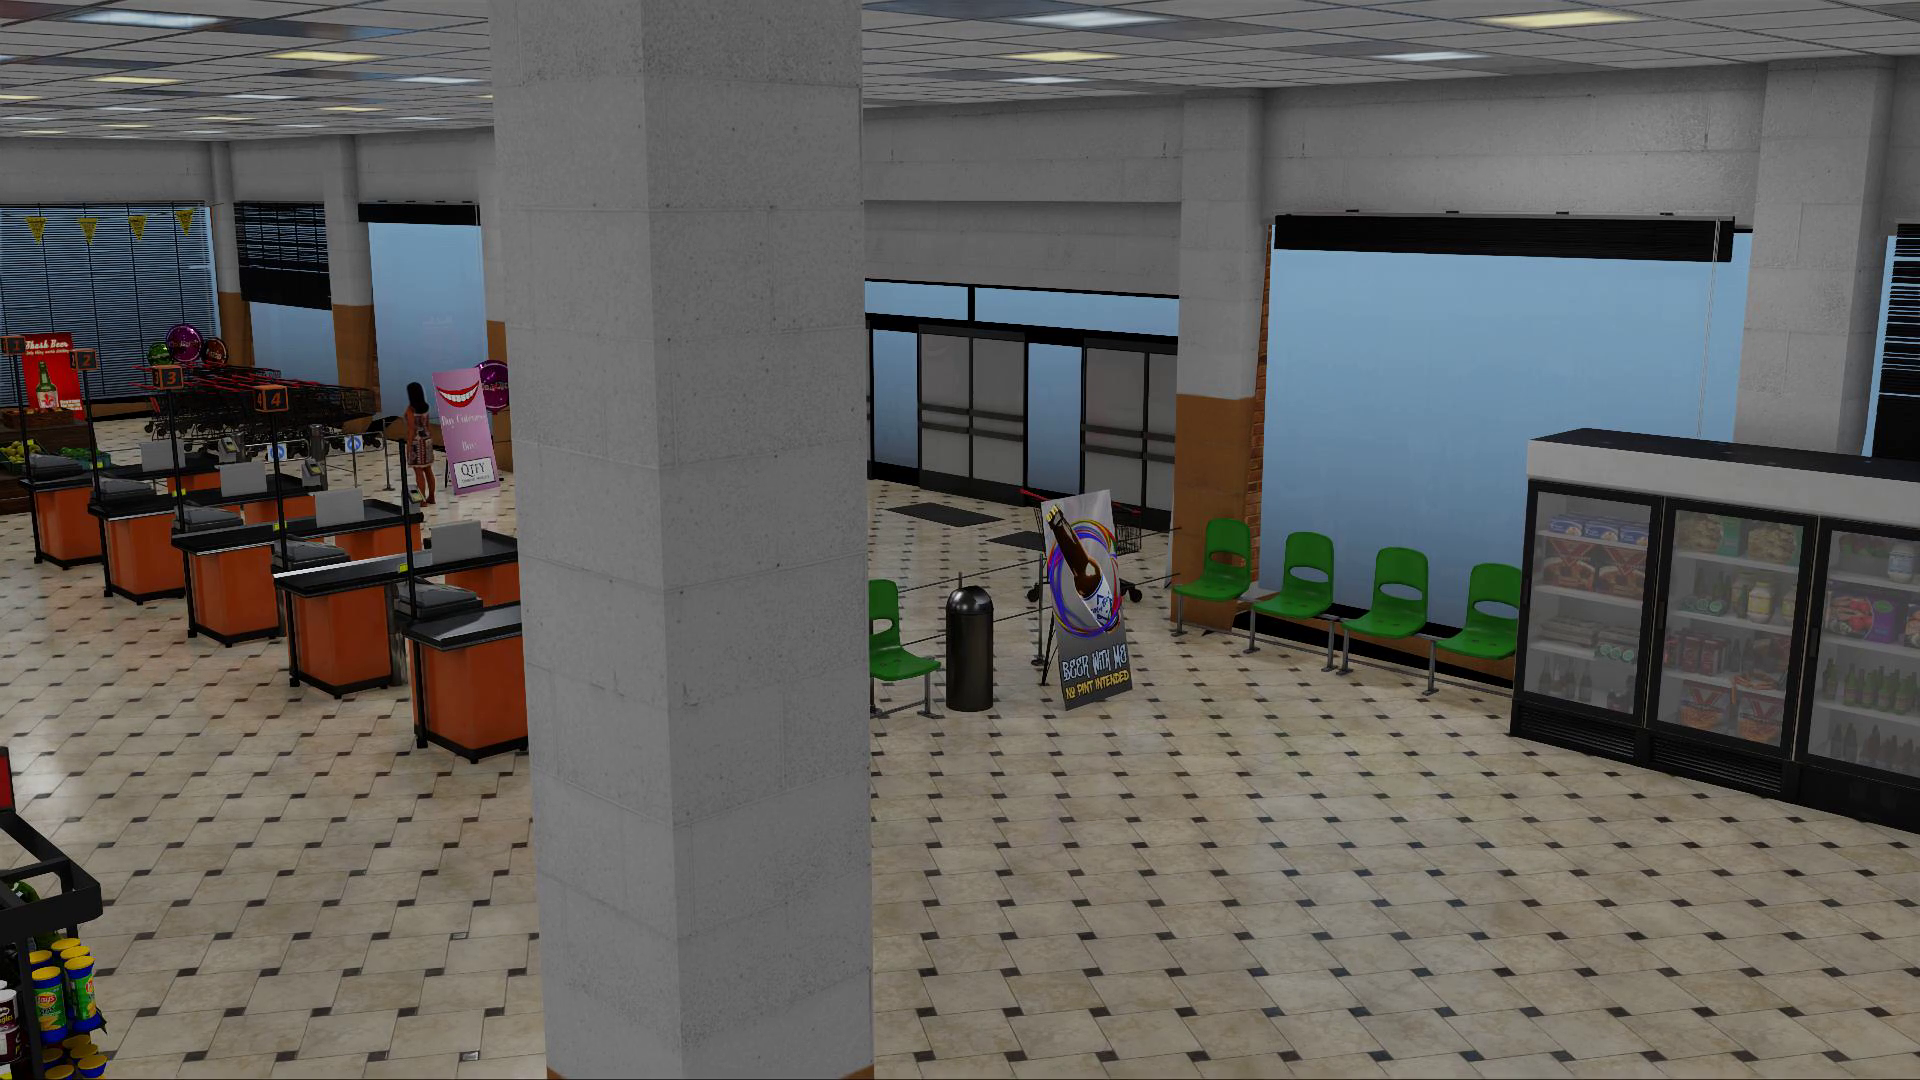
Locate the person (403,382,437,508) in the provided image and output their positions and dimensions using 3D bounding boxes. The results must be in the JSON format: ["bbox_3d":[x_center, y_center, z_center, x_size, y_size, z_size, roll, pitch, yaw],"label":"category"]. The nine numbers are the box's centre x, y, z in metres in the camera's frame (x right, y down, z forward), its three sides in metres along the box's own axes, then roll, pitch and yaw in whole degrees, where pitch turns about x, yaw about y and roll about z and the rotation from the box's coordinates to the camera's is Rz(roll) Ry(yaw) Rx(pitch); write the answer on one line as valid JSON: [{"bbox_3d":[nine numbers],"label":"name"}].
[{"bbox_3d":[-7.151,-1.270,21.995,0.784,1.644,0.641,4,12,17],"label":"person"}]
